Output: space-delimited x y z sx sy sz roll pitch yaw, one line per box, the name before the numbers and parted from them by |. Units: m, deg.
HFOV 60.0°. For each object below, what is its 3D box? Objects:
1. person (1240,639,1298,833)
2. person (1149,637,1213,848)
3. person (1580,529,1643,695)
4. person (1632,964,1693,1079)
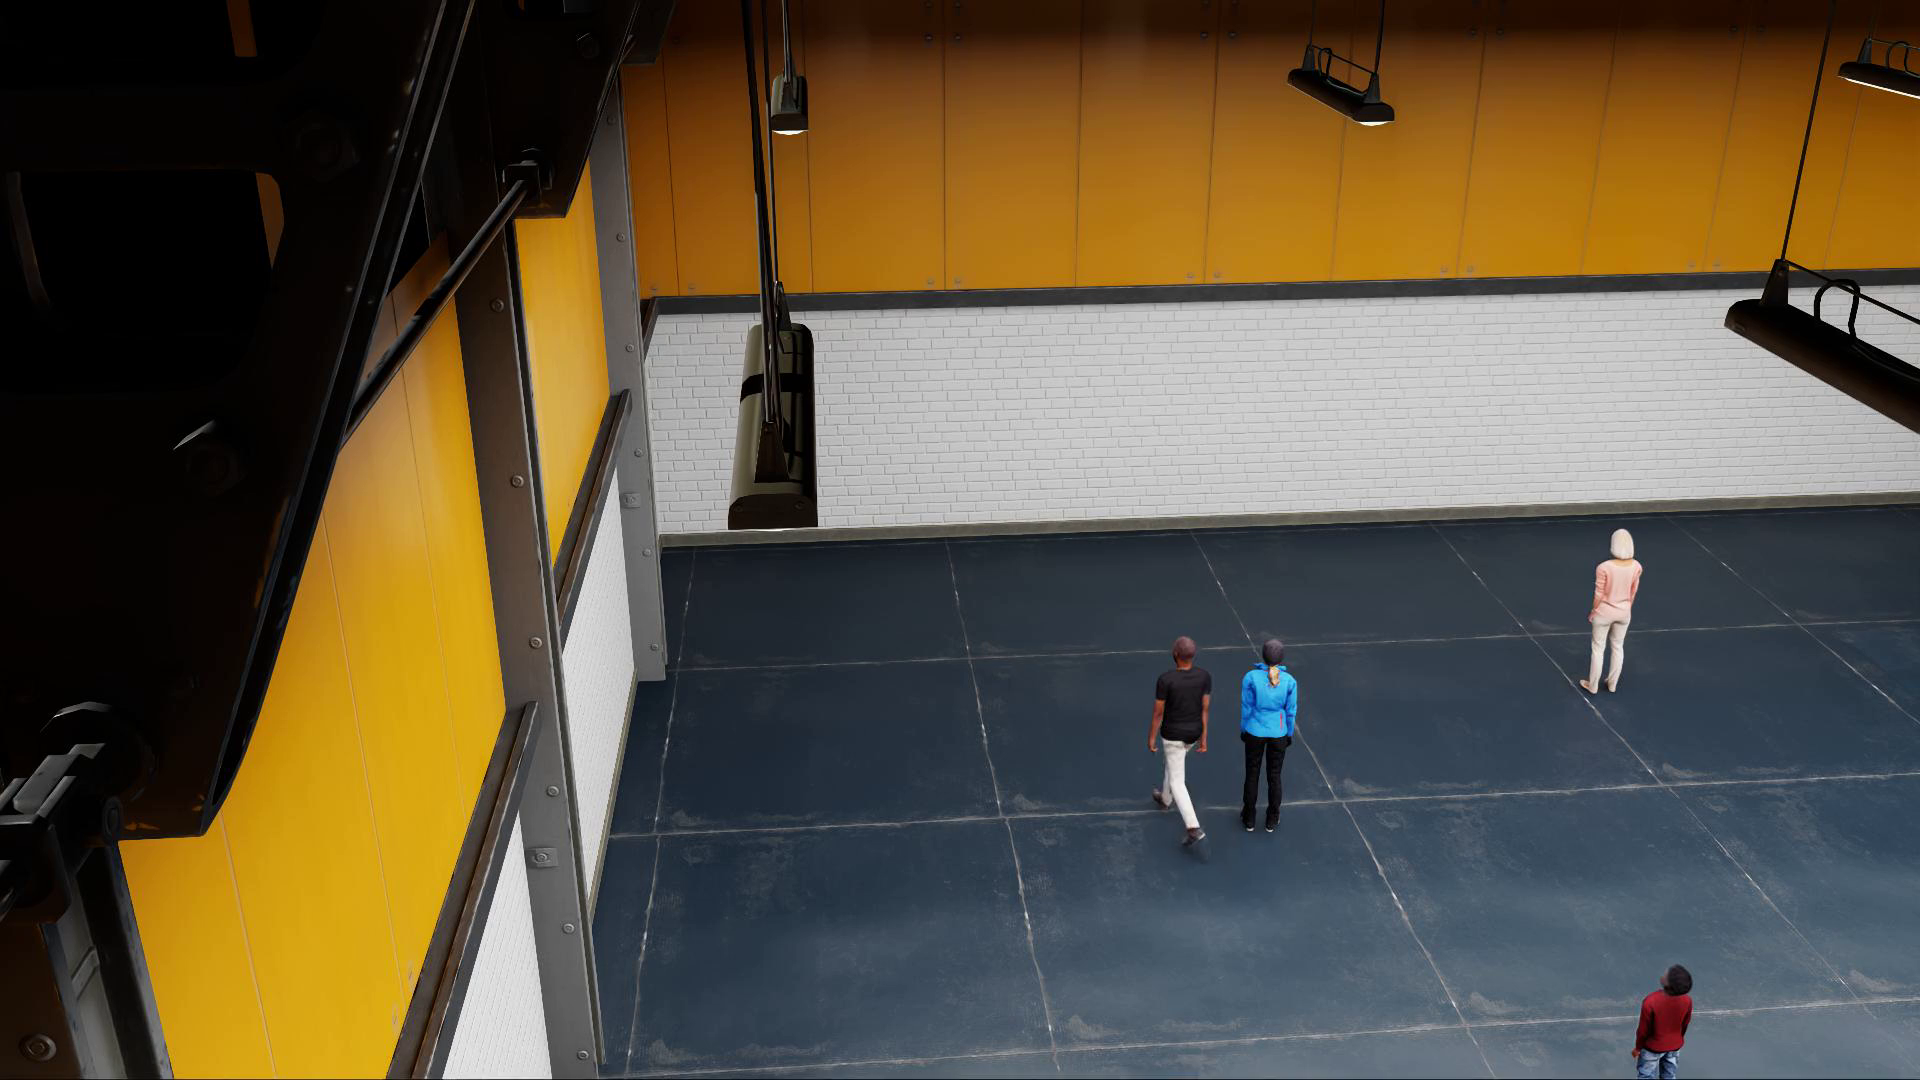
person | 2.586 1.648 14.037 0.667 1.797 0.610 4 24 9
person | 1.888 1.703 13.946 0.898 1.770 1.311 -9 25 -19
person | 6.390 0.699 16.297 0.595 1.725 0.512 -2 24 -5
person | 4.609 3.301 10.934 0.515 1.254 0.515 -4 24 -9
